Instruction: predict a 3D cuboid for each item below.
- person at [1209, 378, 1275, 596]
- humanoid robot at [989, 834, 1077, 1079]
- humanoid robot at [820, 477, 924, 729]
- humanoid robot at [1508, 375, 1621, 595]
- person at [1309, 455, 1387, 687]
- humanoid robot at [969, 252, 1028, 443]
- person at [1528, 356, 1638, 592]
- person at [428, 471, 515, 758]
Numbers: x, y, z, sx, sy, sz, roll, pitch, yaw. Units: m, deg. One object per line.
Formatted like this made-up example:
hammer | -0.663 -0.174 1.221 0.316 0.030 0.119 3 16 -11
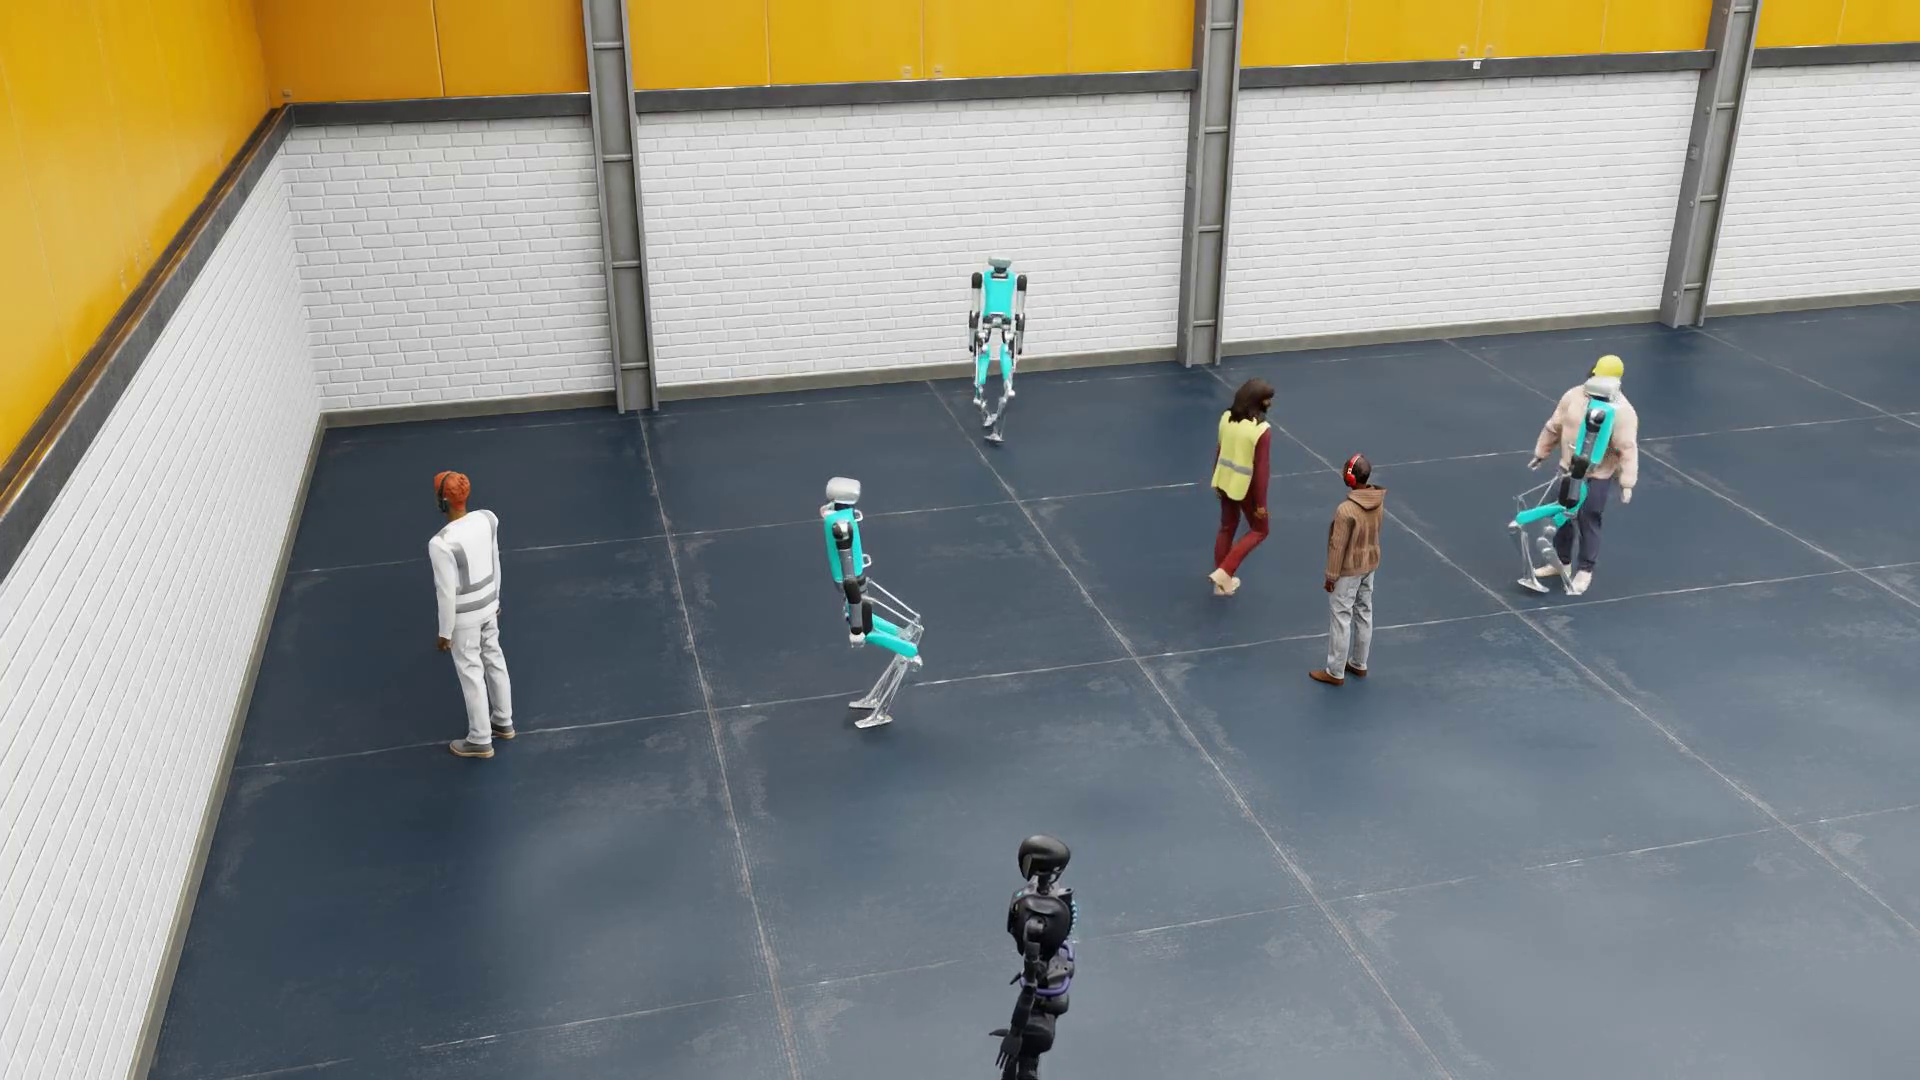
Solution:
person | 2.082 -0.367 12.349 0.456 1.757 0.541 -16 29 -33
humanoid robot | 0.363 1.956 7.169 0.430 1.641 0.587 4 24 9
humanoid robot | -0.492 0.390 10.487 0.735 1.677 0.533 -3 24 -8
humanoid robot | 4.457 -0.400 12.464 0.764 1.791 0.546 14 27 28
person | 2.636 0.212 11.171 0.462 1.648 0.327 -18 29 -35
humanoid robot | 0.339 -1.735 15.510 0.562 1.733 0.959 1 24 3
person | 4.769 -0.522 12.593 0.411 1.848 0.867 -15 28 -31
person | -3.047 0.457 10.320 0.351 1.882 0.582 9 25 19
